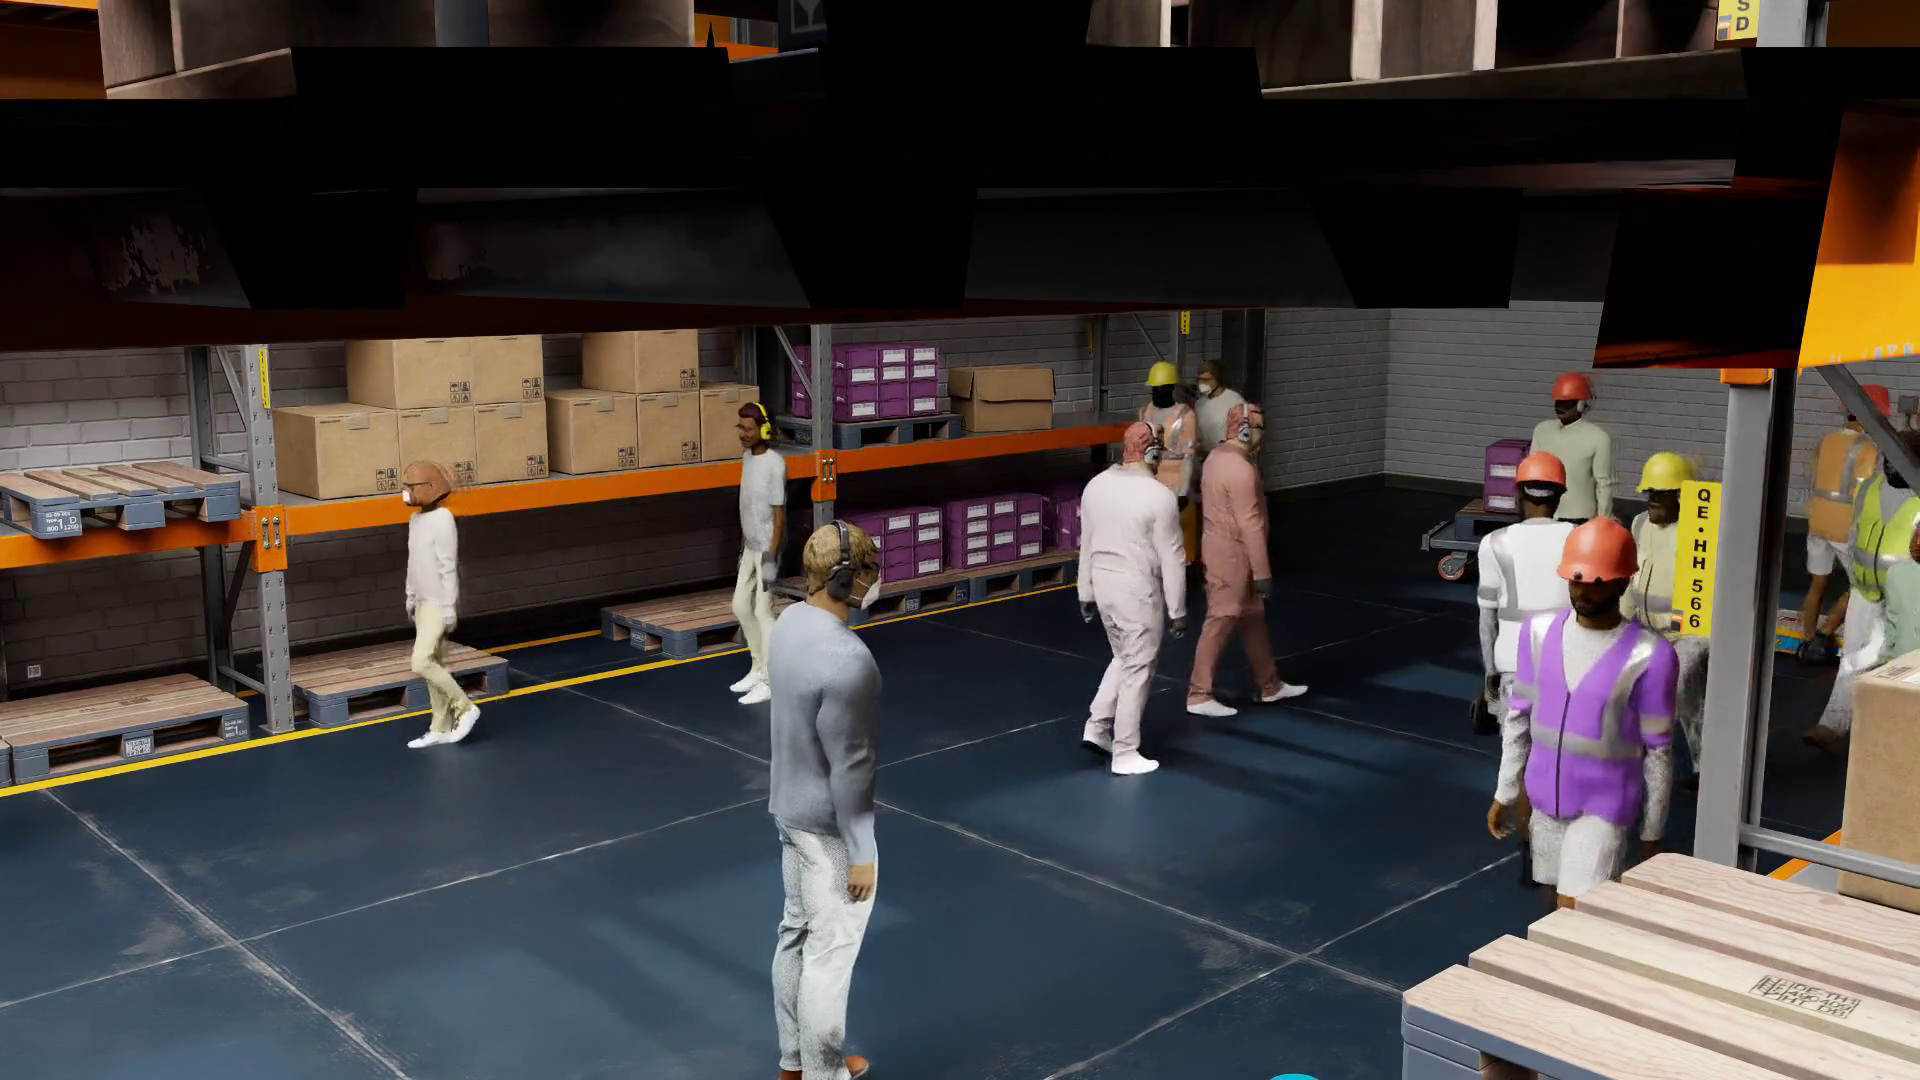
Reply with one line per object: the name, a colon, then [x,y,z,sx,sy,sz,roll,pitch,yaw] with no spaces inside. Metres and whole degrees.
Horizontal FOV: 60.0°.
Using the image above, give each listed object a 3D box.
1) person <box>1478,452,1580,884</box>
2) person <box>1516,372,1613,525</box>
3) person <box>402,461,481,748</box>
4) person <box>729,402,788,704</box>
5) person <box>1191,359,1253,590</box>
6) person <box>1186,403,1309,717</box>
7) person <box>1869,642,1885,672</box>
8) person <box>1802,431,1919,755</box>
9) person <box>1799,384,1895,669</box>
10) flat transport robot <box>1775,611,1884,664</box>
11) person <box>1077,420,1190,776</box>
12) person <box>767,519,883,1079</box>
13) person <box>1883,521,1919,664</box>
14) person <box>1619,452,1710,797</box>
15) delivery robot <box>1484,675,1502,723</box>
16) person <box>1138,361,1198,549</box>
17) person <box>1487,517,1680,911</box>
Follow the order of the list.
person: [2.651,0.541,7.530,0.624,1.849,1.025,3,10,15]
person: [4.271,-0.204,11.614,0.979,1.959,0.608,-6,11,-30]
person: [-2.945,0.370,9.197,0.345,1.620,0.525,-8,12,-37]
person: [-1.232,0.075,10.225,0.356,1.864,0.603,-6,12,-33]
person: [2.154,-0.524,13.595,0.517,1.909,0.667,-5,11,-27]
person: [1.755,0.128,9.882,0.897,1.870,0.670,0,10,-3]
person: [5.726,0.130,9.879,0.613,1.869,0.601,3,10,19]
person: [5.070,0.305,9.074,0.945,1.789,0.654,-6,11,-30]
person: [5.822,-0.070,10.934,0.445,1.910,0.582,-2,10,-10]
flat transport robot: [5.708,0.636,11.589,0.652,0.197,1.431,-9,13,-42]
person: [0.916,0.313,8.786,0.433,1.883,0.662,-7,12,-35]
person: [-0.415,0.892,5.243,0.362,1.932,0.629,-4,11,-24]
person: [4.581,0.628,7.778,0.813,1.599,0.505,-7,12,-37]
person: [3.516,0.452,8.293,0.953,1.769,0.612,-3,10,-18]
delivery robot: [3.311,0.802,9.514,0.707,0.478,0.477,-9,13,-44]
person: [1.578,-0.454,13.164,0.534,1.907,0.623,-9,13,-43]
person: [2.139,0.846,5.610,0.905,1.906,0.545,-7,12,-37]
